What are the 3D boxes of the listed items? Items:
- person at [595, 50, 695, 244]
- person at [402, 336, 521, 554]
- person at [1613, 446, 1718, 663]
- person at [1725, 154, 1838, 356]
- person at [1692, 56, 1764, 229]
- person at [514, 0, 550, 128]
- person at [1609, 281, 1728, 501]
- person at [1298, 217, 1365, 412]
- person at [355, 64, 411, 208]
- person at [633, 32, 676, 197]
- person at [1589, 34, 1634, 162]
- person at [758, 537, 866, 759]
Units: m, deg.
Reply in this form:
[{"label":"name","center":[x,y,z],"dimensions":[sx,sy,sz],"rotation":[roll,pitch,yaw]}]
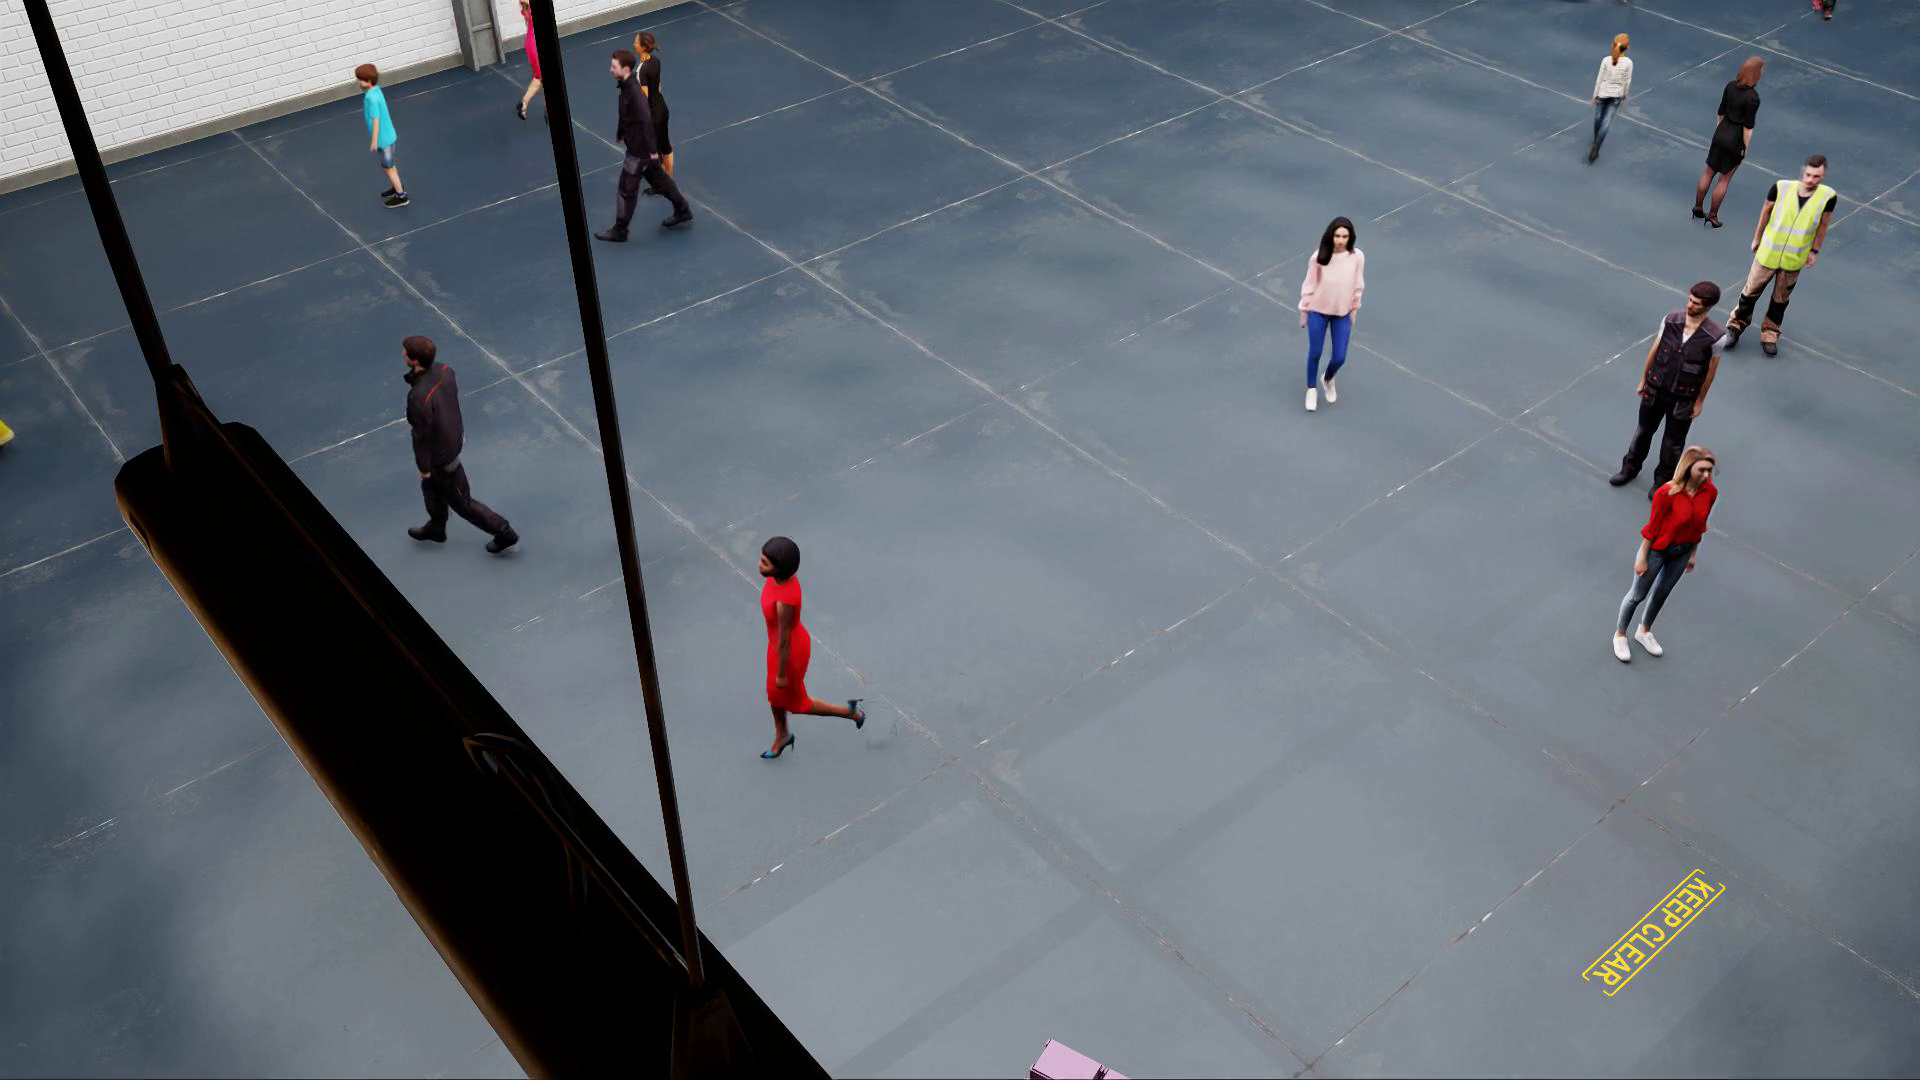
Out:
[{"label":"person","center":[-2.970,-3.742,15.782],"dimensions":[1.312,1.873,1.015],"rotation":[-11,40,-13]},{"label":"person","center":[-3.646,-0.634,11.945],"dimensions":[1.241,1.805,1.172],"rotation":[2,39,3]},{"label":"person","center":[4.725,0.079,11.132],"dimensions":[0.612,1.705,0.747],"rotation":[-7,39,-9]},{"label":"person","center":[7.025,-2.458,14.196],"dimensions":[0.834,1.846,0.873],"rotation":[15,41,17]},{"label":"person","center":[7.419,-3.843,16.042],"dimensions":[0.609,1.706,0.646],"rotation":[-13,40,-15]},{"label":"person","center":[-4.553,-5.191,17.726],"dimensions":[0.810,1.712,0.584],"rotation":[-26,45,-29]},{"label":"person","center":[5.392,-1.145,12.550],"dimensions":[0.673,1.848,0.611],"rotation":[29,47,31]},{"label":"person","center":[2.998,-1.872,13.533],"dimensions":[0.788,1.757,0.843],"rotation":[5,39,6]},{"label":"person","center":[-5.693,-4.016,16.468],"dimensions":[0.636,1.445,0.619],"rotation":[-9,39,-11]},{"label":"person","center":[-3.060,-4.266,16.603],"dimensions":[0.731,1.667,0.641],"rotation":[10,40,12]},{"label":"person","center":[6.749,-4.577,17.300],"dimensions":[0.695,1.283,0.965],"rotation":[18,42,22]},{"label":"person","center":[-0.982,0.705,10.332],"dimensions":[1.024,1.726,0.823],"rotation":[-10,40,-12]}]
